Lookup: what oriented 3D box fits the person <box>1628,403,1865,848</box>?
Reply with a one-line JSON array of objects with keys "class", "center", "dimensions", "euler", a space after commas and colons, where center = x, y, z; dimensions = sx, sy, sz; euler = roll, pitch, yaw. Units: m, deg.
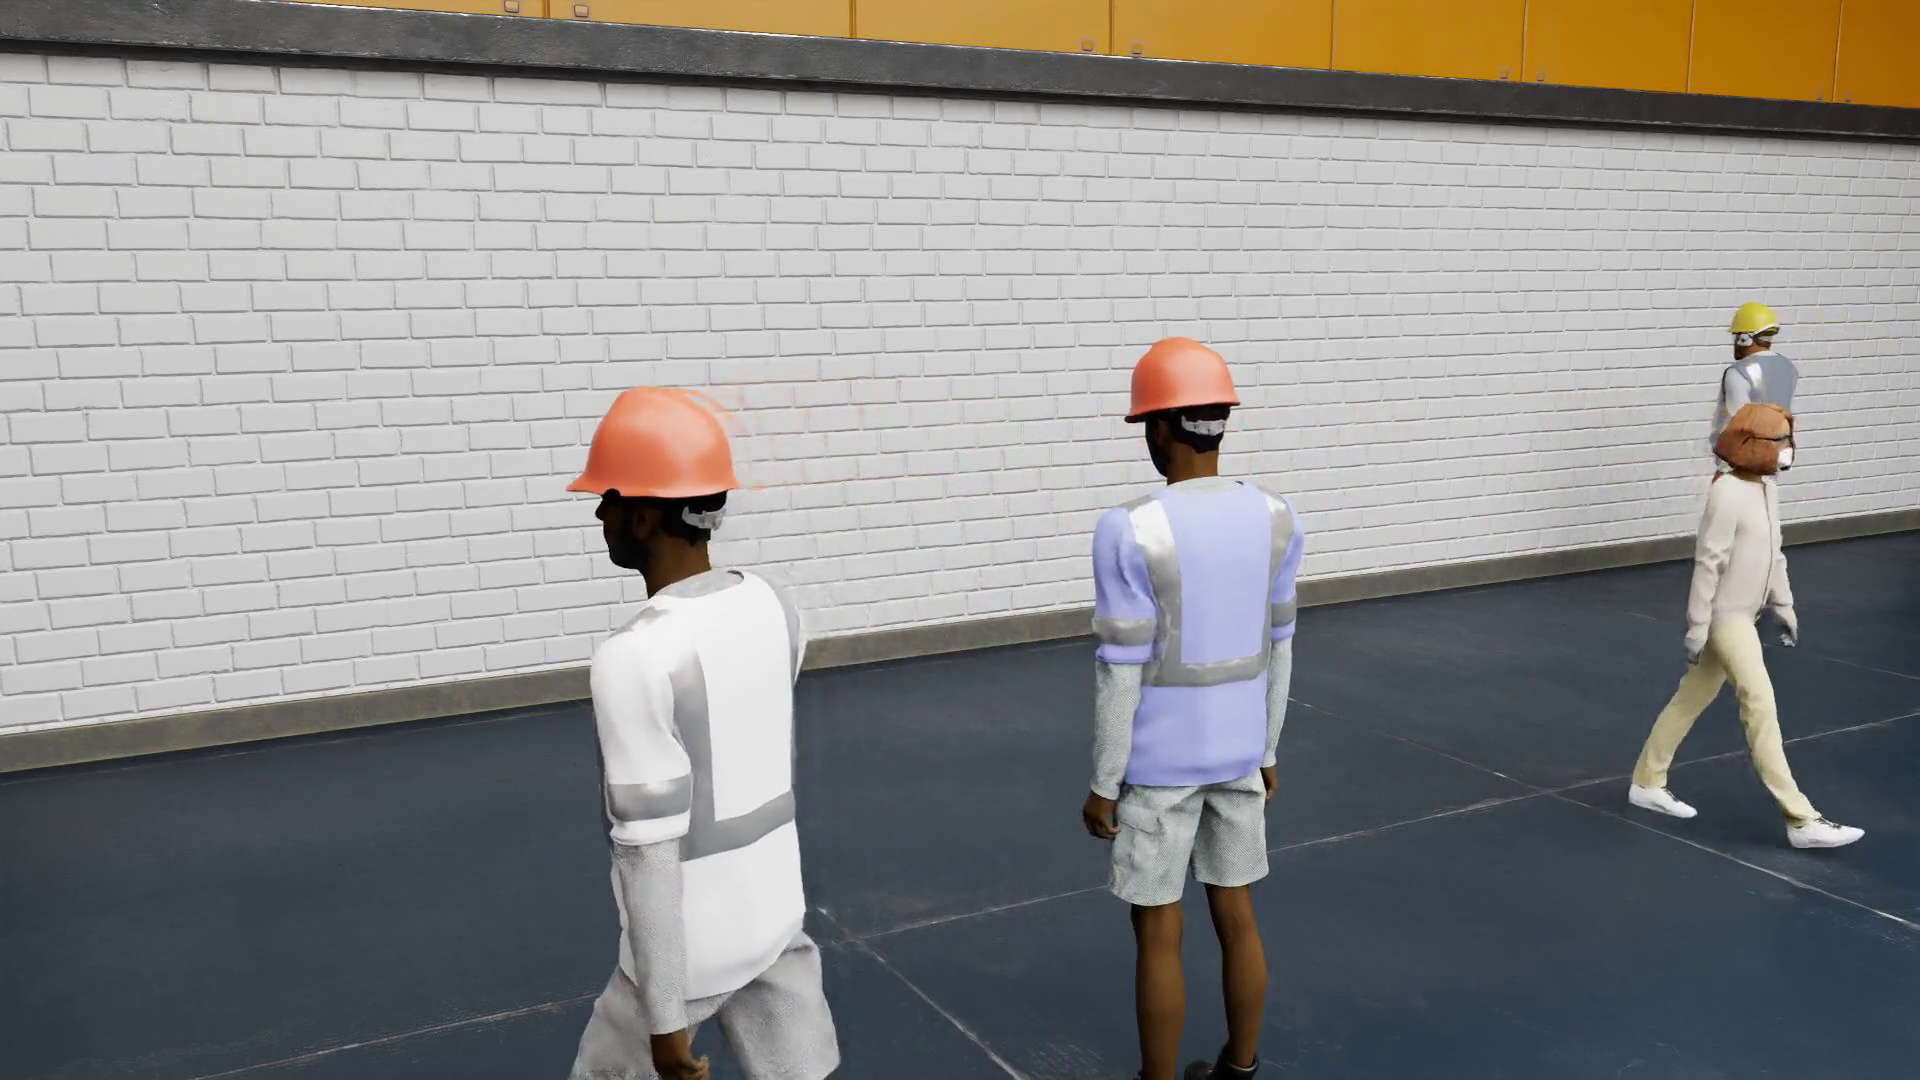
[{"class": "person", "center": [2.864, 0.294, 6.030], "dimensions": [0.845, 1.579, 0.520], "euler": [9, 13, 41]}]

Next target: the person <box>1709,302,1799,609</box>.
[{"class": "person", "center": [4.633, -0.477, 9.799], "dimensions": [0.600, 1.827, 0.404], "euler": [-7, 12, -33]}]

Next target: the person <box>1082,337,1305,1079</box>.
[{"class": "person", "center": [0.521, 0.495, 3.906], "dimensions": [0.543, 1.933, 0.364], "euler": [-5, 11, -27]}]

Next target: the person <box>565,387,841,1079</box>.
[{"class": "person", "center": [-0.486, 0.678, 2.988], "dimensions": [1.010, 1.892, 0.544], "euler": [6, 11, 29]}]
